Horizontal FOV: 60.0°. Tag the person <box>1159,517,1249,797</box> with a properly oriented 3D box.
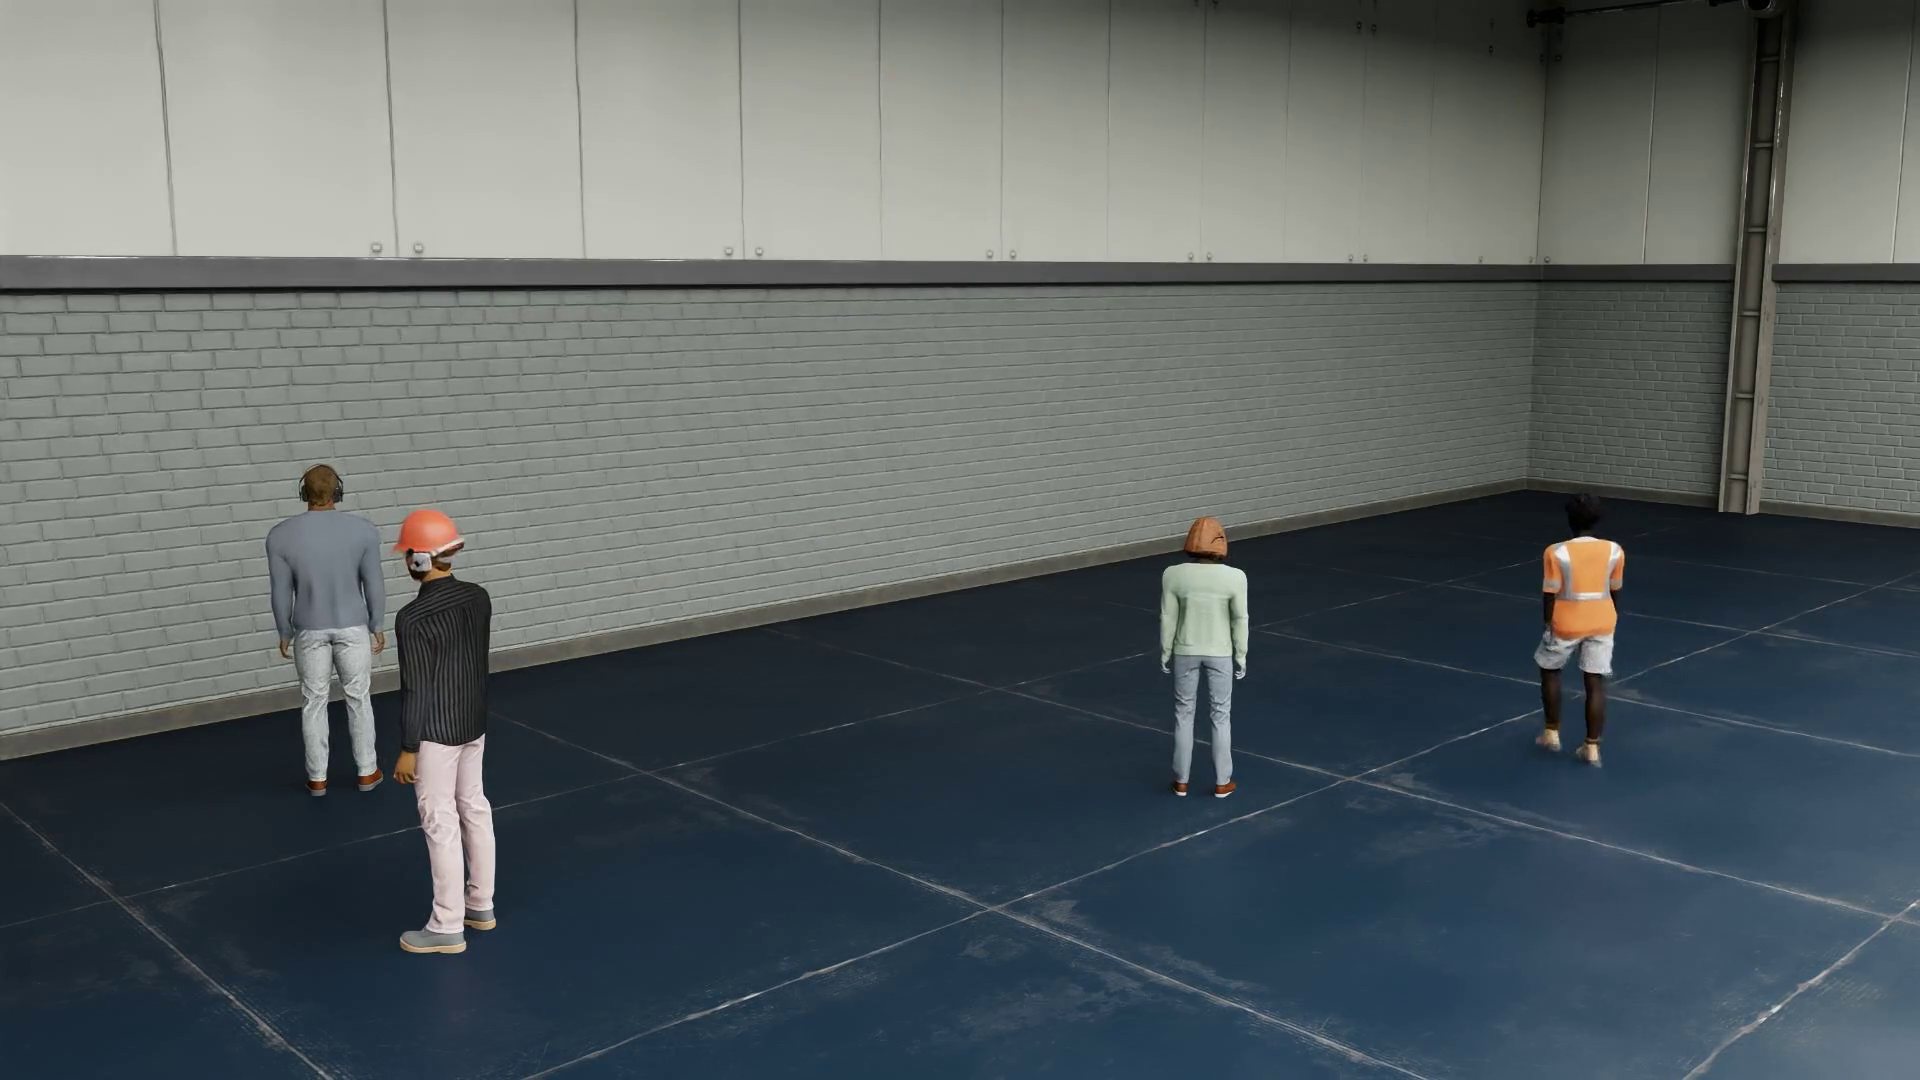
[{"bbox_3d":[1.409,0.677,9.628,0.509,1.632,0.271,2,9,12],"label":"person"}]

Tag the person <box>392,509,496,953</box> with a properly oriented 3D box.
[{"bbox_3d":[-2.316,0.847,7.454,0.376,1.996,0.612,3,10,16],"label":"person"}]

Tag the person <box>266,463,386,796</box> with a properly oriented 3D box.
[{"bbox_3d":[-3.655,0.521,9.656,0.630,1.940,0.372,-3,10,-18],"label":"person"}]

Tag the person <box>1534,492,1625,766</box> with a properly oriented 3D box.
[{"bbox_3d":[3.841,0.539,10.362,0.546,1.679,0.593,0,9,-1],"label":"person"}]
